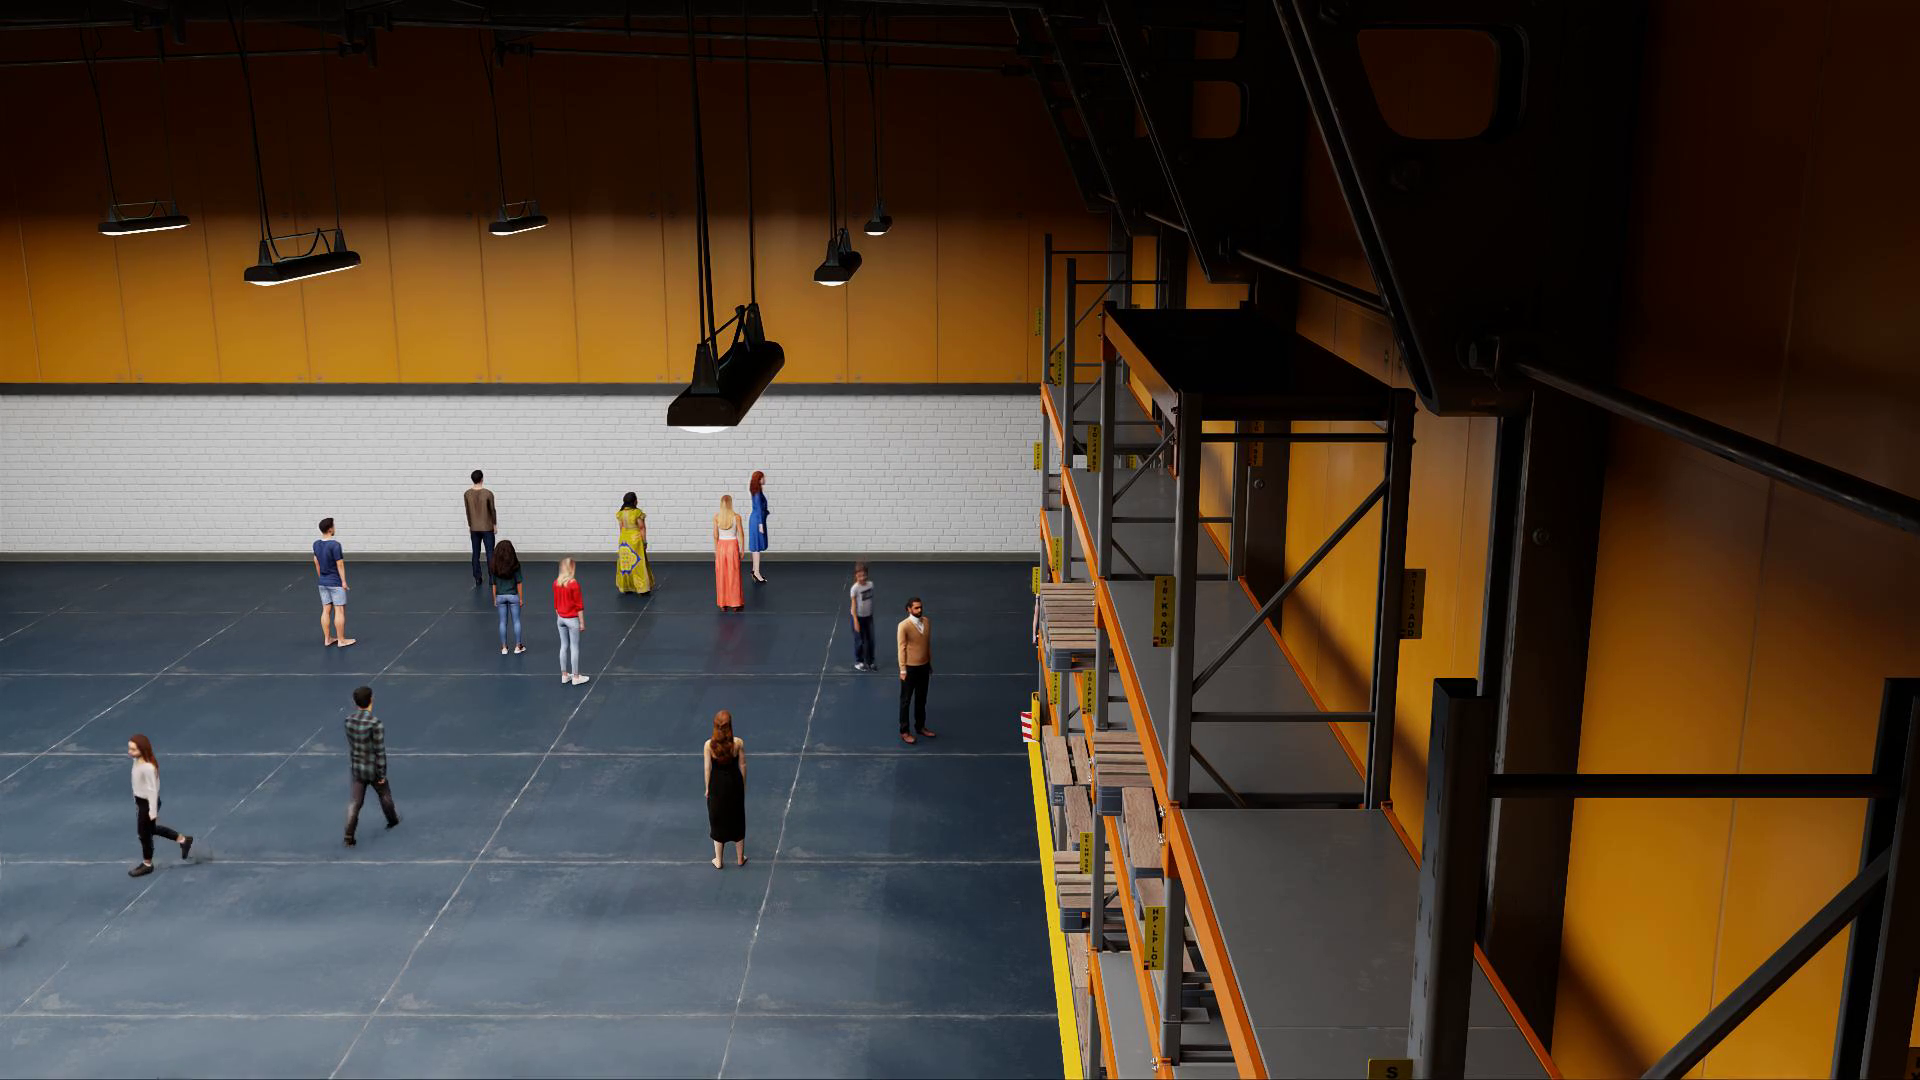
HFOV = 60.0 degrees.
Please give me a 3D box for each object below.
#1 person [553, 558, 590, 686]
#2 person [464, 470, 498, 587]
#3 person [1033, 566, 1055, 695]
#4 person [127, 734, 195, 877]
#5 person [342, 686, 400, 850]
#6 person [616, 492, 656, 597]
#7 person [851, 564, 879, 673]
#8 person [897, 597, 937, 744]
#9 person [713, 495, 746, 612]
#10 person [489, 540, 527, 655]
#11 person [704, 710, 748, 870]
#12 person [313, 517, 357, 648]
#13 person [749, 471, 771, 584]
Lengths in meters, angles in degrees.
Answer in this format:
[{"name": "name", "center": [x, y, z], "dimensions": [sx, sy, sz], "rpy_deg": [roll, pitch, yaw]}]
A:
[{"name": "person", "center": [-5.162, 1.066, 21.962], "dimensions": [0.688, 1.704, 0.677], "rpy_deg": [7, 16, 28]}, {"name": "person", "center": [-7.716, -0.207, 26.824], "dimensions": [0.646, 1.889, 0.565], "rpy_deg": [0, 14, 2]}, {"name": "person", "center": [1.168, 1.174, 21.435], "dimensions": [0.674, 1.742, 0.699], "rpy_deg": [9, 16, 33]}, {"name": "person", "center": [-7.884, 2.563, 16.290], "dimensions": [0.925, 1.464, 0.880], "rpy_deg": [-12, 18, -40]}, {"name": "person", "center": [-6.177, 2.376, 17.121], "dimensions": [0.853, 1.670, 1.195], "rpy_deg": [4, 14, 15]}, {"name": "person", "center": [-5.164, 0.047, 26.261], "dimensions": [0.970, 1.661, 0.944], "rpy_deg": [5, 15, 21]}, {"name": "person", "center": [-1.325, 1.039, 22.457], "dimensions": [0.719, 1.524, 0.784], "rpy_deg": [-12, 18, -41]}, {"name": "person", "center": [-0.543, 1.529, 19.944], "dimensions": [0.752, 1.754, 0.806], "rpy_deg": [-12, 18, -42]}, {"name": "person", "center": [-3.537, 0.190, 25.370], "dimensions": [0.651, 1.803, 0.602], "rpy_deg": [2, 14, 6]}, {"name": "person", "center": [-6.335, 0.793, 23.286], "dimensions": [0.598, 1.612, 0.586], "rpy_deg": [-1, 14, -2]}, {"name": "person", "center": [-2.311, 2.451, 16.408], "dimensions": [0.621, 1.625, 0.642], "rpy_deg": [-3, 14, -14]}, {"name": "person", "center": [-8.923, 0.594, 23.604], "dimensions": [0.688, 1.848, 0.664], "rpy_deg": [5, 14, 19]}, {"name": "person", "center": [-3.279, -0.224, 27.027], "dimensions": [0.720, 1.827, 0.573], "rpy_deg": [-3, 14, -11]}]
